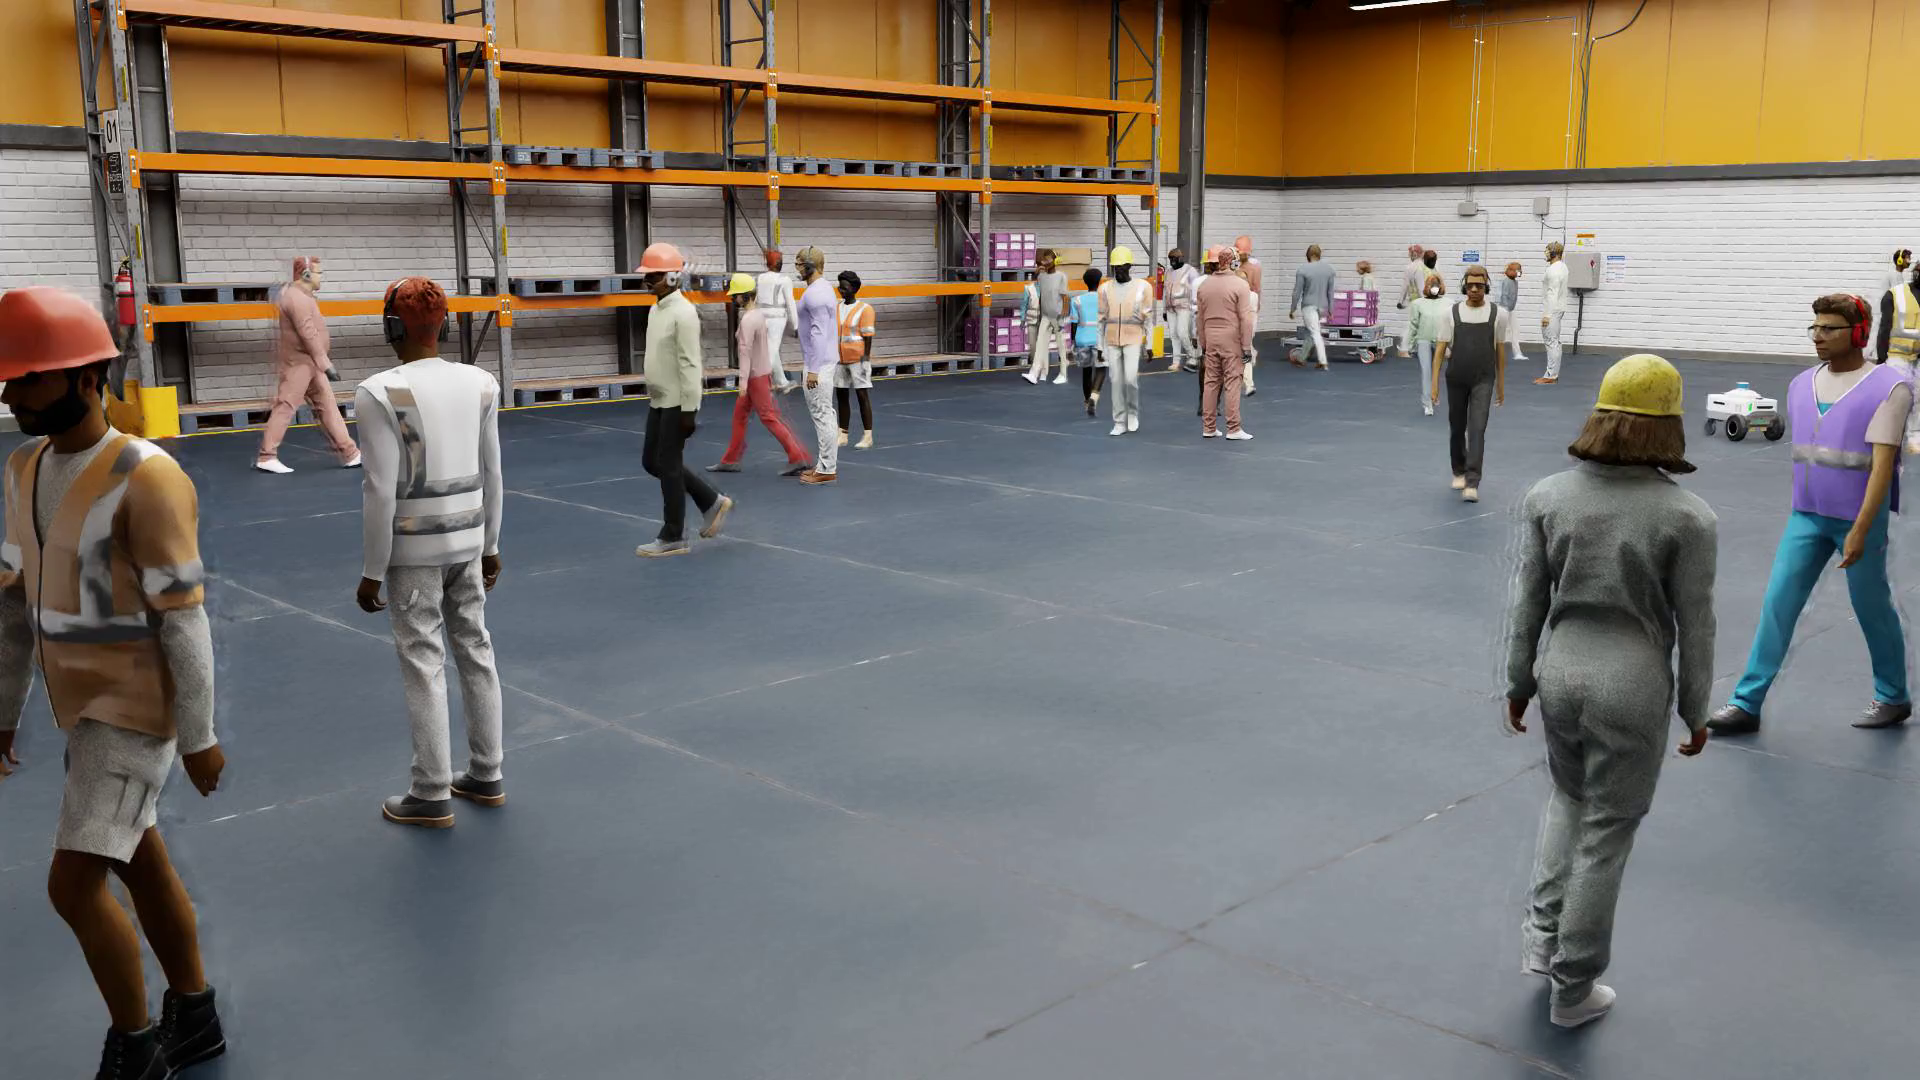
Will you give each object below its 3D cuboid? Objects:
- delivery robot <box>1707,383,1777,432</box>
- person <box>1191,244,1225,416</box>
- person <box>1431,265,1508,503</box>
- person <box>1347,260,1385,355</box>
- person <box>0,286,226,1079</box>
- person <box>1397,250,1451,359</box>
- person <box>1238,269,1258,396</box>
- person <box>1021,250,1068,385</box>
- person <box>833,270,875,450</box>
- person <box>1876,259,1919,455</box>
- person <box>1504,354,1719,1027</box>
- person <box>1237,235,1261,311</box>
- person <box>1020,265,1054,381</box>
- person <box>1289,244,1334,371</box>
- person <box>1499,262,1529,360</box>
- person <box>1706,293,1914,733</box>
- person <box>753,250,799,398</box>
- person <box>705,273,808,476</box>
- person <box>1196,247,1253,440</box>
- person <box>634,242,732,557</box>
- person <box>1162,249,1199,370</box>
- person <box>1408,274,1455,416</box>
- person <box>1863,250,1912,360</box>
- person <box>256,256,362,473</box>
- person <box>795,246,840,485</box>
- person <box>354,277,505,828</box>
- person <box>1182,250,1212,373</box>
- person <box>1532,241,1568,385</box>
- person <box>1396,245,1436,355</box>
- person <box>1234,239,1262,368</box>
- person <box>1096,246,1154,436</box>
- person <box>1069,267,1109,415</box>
[{"bbox_3d":[7.791,-1.327,16.578,0.477,0.478,0.707,-2,11,-11],"label":"delivery robot"},{"bbox_3d":[2.858,-2.315,18.523,0.544,1.919,0.577,1,10,3],"label":"person"},{"bbox_3d":[3.952,-1.233,12.933,0.538,1.799,0.965,3,11,17],"label":"person"},{"bbox_3d":[6.802,-3.868,27.844,0.704,1.592,0.529,4,11,19],"label":"person"},{"bbox_3d":[-1.993,0.396,3.752,0.551,1.911,0.666,7,13,35],"label":"person"},{"bbox_3d":[7.671,-3.869,27.375,0.626,1.781,0.971,-8,13,-39],"label":"person"},{"bbox_3d":[3.517,-2.601,20.956,0.507,1.593,0.849,0,10,-2],"label":"person"},{"bbox_3d":[1.199,-2.998,22.495,0.554,1.813,0.957,7,13,35],"label":"person"},{"bbox_3d":[-1.043,-1.709,15.806,0.540,1.695,0.317,7,13,34],"label":"person"},{"bbox_3d":[8.859,-1.707,15.437,0.645,1.823,0.456,2,11,13],"label":"person"},{"bbox_3d":[1.666,0.391,4.257,0.454,1.721,0.494,-10,14,-43],"label":"person"},{"bbox_3d":[4.537,-3.892,26.821,0.610,2.026,0.547,4,11,22],"label":"person"},{"bbox_3d":[1.125,-3.057,23.378,0.521,1.610,0.767,2,11,13],"label":"person"},{"bbox_3d":[5.305,-3.505,25.092,0.649,1.886,1.014,-5,11,-25],"label":"person"},{"bbox_3d":[8.905,-3.751,27.225,0.840,1.592,0.508,10,14,44],"label":"person"},{"bbox_3d":[3.523,-0.092,6.713,0.974,1.797,0.568,-4,11,-22],"label":"person"},{"bbox_3d":[-2.307,-2.709,20.899,0.606,1.828,0.991,6,12,30],"label":"person"},{"bbox_3d":[-1.709,-1.386,14.021,0.909,1.715,0.540,1,10,4],"label":"person"},{"bbox_3d":[2.652,-1.943,16.506,0.407,1.908,0.641,-10,14,-42],"label":"person"},{"bbox_3d":[-1.769,-0.882,10.517,0.581,1.976,0.635,-6,12,-29],"label":"person"},{"bbox_3d":[3.281,-3.449,24.950,0.438,1.823,0.642,-10,14,-42],"label":"person"},{"bbox_3d":[5.379,-2.230,18.938,0.512,1.589,0.841,1,10,5],"label":"person"},{"bbox_3d":[13.413,-3.242,23.848,0.997,1.818,0.516,9,14,41],"label":"person"},{"bbox_3d":[-5.570,-1.491,14.217,1.029,1.848,0.648,-2,11,-12],"label":"person"},{"bbox_3d":[-1.157,-1.412,13.525,0.353,1.936,0.635,0,10,1],"label":"person"},{"bbox_3d":[-1.815,0.045,5.723,0.341,1.882,0.586,6,12,31],"label":"person"},{"bbox_3d":[3.626,-3.323,24.334,0.610,1.790,0.865,9,14,41],"label":"person"},{"bbox_3d":[8.017,-3.065,22.535,0.367,1.939,0.634,6,12,28],"label":"person"},{"bbox_3d":[7.651,-4.030,28.038,0.666,1.861,0.902,-8,13,-36],"label":"person"},{"bbox_3d":[4.115,-3.330,23.927,0.670,1.968,0.611,-9,14,-42],"label":"person"},{"bbox_3d":[1.643,-1.996,16.766,0.605,1.908,0.424,5,11,25],"label":"person"},{"bbox_3d":[1.487,-2.229,18.701,0.535,1.674,0.764,3,11,15],"label":"person"}]
